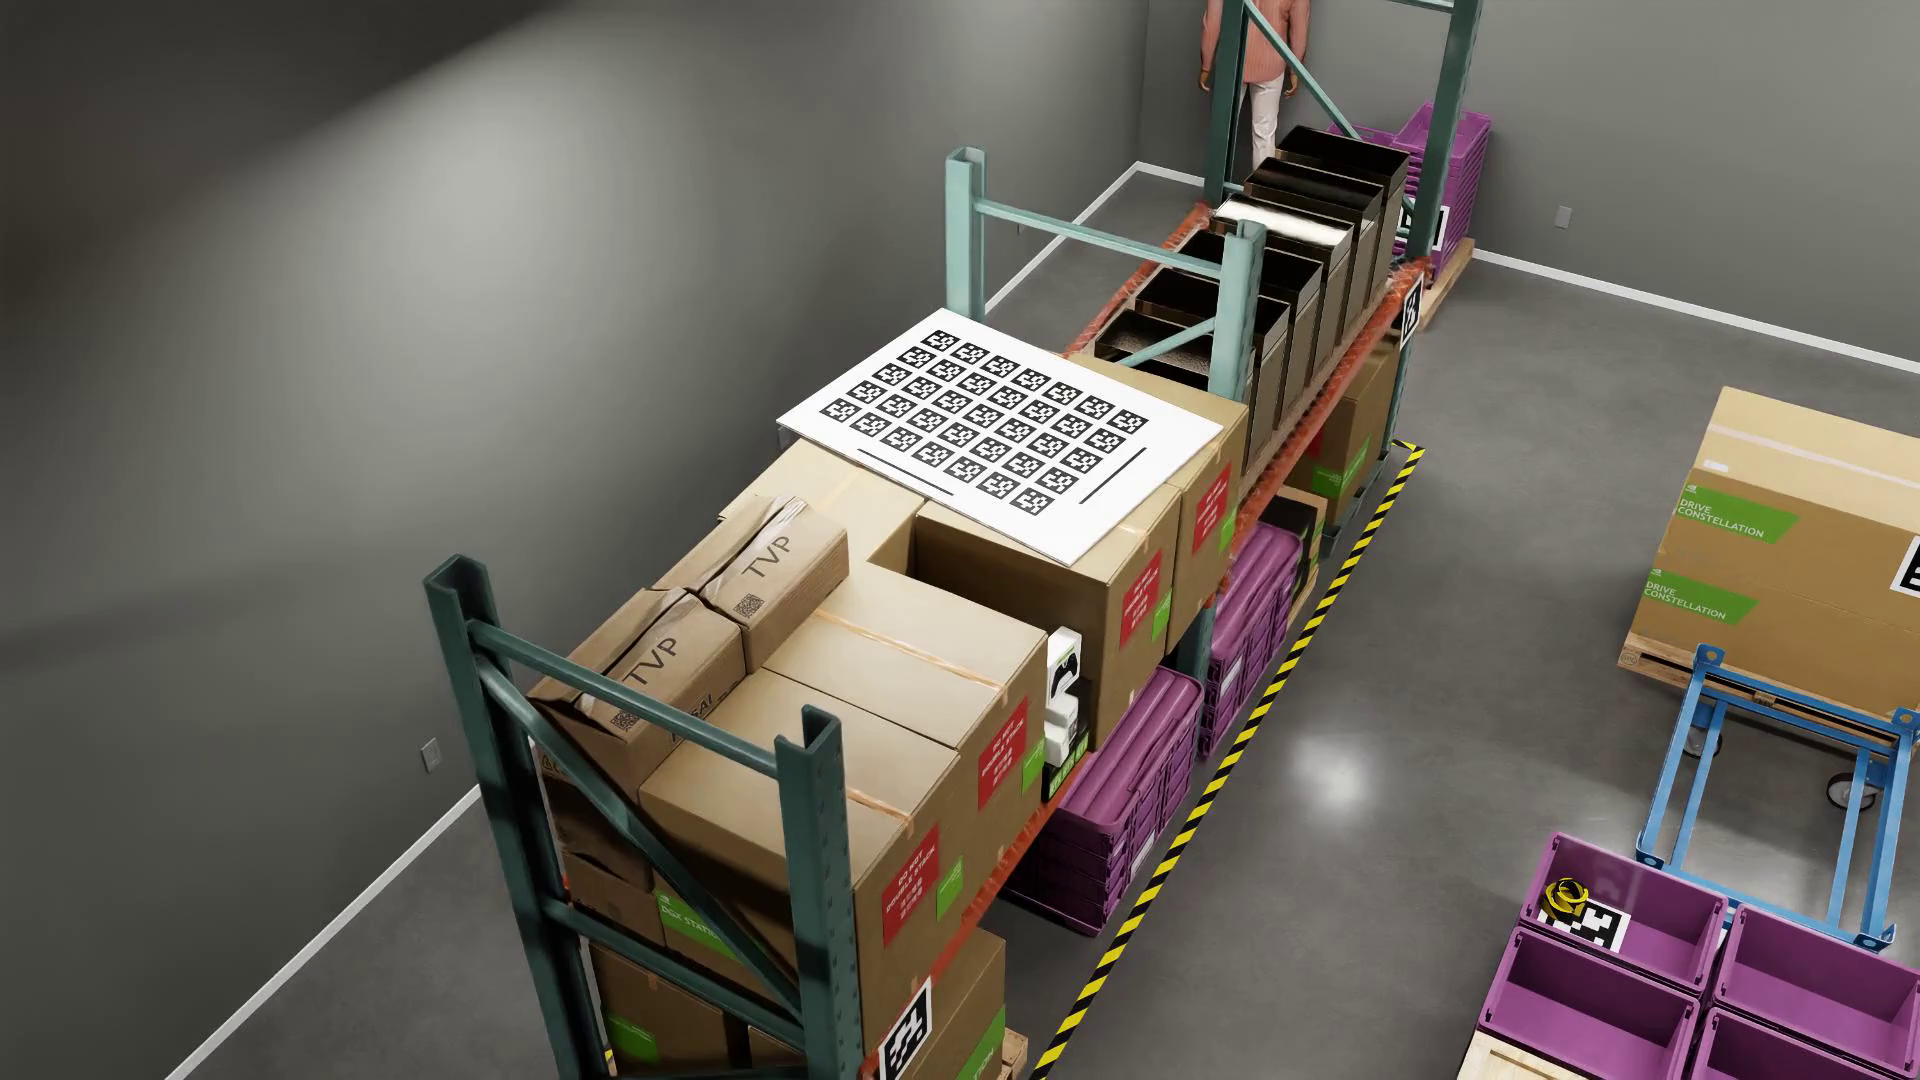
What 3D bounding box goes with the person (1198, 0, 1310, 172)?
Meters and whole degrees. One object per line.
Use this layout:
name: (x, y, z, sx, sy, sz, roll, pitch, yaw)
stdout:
person: (1.737, -2.842, 9.941, 0.625, 1.992, 0.388, 4, 40, 5)
